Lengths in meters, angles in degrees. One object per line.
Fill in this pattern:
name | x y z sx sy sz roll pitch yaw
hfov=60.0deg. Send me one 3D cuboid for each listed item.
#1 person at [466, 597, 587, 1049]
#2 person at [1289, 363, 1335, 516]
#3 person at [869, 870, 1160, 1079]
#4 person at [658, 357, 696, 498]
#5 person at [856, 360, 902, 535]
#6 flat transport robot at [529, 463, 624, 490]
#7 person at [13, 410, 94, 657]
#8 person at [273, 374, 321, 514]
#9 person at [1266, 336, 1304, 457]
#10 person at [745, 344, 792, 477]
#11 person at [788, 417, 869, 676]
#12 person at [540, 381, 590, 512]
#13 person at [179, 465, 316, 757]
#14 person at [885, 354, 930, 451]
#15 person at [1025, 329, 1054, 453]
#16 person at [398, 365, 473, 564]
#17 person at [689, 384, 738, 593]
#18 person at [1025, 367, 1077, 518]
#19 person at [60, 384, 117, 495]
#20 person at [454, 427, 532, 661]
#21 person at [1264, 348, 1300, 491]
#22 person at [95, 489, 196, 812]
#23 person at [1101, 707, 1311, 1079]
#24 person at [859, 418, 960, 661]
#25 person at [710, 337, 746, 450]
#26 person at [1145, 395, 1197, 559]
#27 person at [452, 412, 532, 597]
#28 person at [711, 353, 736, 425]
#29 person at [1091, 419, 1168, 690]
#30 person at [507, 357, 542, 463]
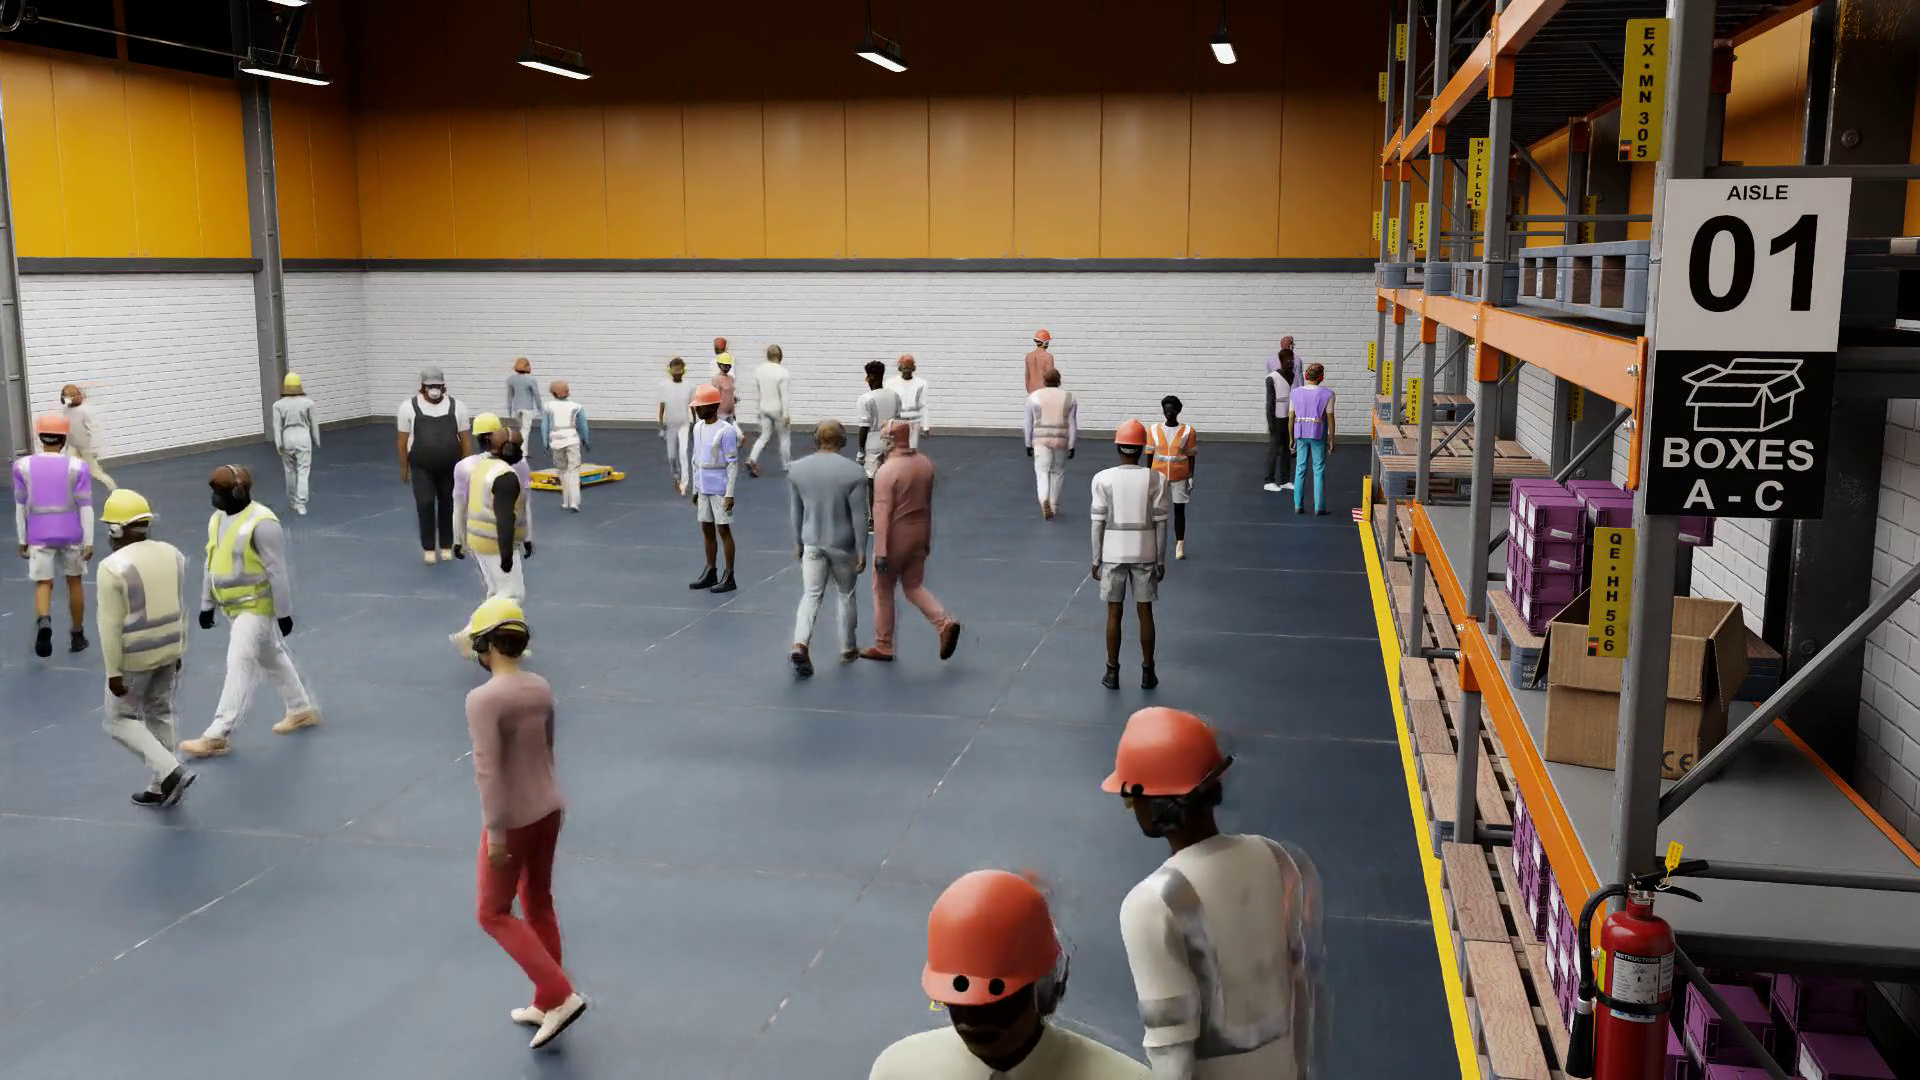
person | -1.707 1.100 6.531 0.588 1.719 0.566 3 10 19
person | 4.250 -1.215 20.117 0.571 1.843 0.373 6 11 30
person | 0.124 1.544 3.200 0.615 1.956 1.016 2 10 12
person | -3.707 -1.496 21.871 0.502 1.829 0.836 -1 9 -4
person | -0.923 -1.040 18.713 0.604 1.963 0.367 -9 13 -43
flat transport robot | -5.299 -0.873 22.794 0.652 0.197 1.431 4 10 24
person | -6.963 -0.033 12.800 0.556 1.915 0.703 -3 10 -19
person | -8.117 -1.187 20.397 0.506 1.695 0.894 -2 10 -15
person | 5.138 -2.253 26.192 0.639 1.909 0.407 8 12 39
person | -2.692 -1.836 23.717 0.638 1.917 0.849 6 11 33
person | -0.981 0.040 12.381 0.629 1.906 0.873 2 10 11
person | -4.820 -1.136 20.387 0.618 1.598 0.696 -2 10 -14
person | -4.516 0.415 10.489 0.646 1.787 0.976 8 12 39
person | -0.687 -1.467 21.598 0.601 1.853 0.631 0 9 -2
person | 1.304 -2.362 26.577 0.378 1.996 0.611 -9 13 -43
person | -5.283 -0.770 16.856 0.705 2.000 0.724 -5 10 -25
person | -2.300 -0.476 15.397 0.549 1.933 0.373 8 13 41
person | 1.088 -1.153 19.878 0.621 1.819 0.803 0 9 2
person | -10.721 -1.130 20.377 0.541 1.594 0.804 3 10 16
person | -3.544 0.058 12.559 0.584 1.816 0.638 -7 12 -36
person | 4.330 -1.613 22.323 0.589 1.911 0.387 -7 12 -36
person | -4.454 0.625 9.130 0.498 1.819 0.596 3 10 17
person | 0.709 1.399 4.071 0.666 1.969 1.139 -8 12 -39
person | -0.398 0.013 12.600 0.763 1.879 0.669 7 12 35
person | -3.761 -2.317 26.673 0.538 1.870 0.581 7 12 37
person | 2.167 -0.645 17.133 0.535 1.697 0.321 2 10 15
person | -3.661 -0.065 13.111 0.595 1.884 0.971 -6 11 -32
person | -3.394 -1.826 24.051 0.328 1.764 0.528 4 10 24
person | 1.201 0.106 11.883 0.547 1.938 0.379 0 9 3
person | -6.617 -1.989 25.459 0.520 1.612 0.601 4 10 22
